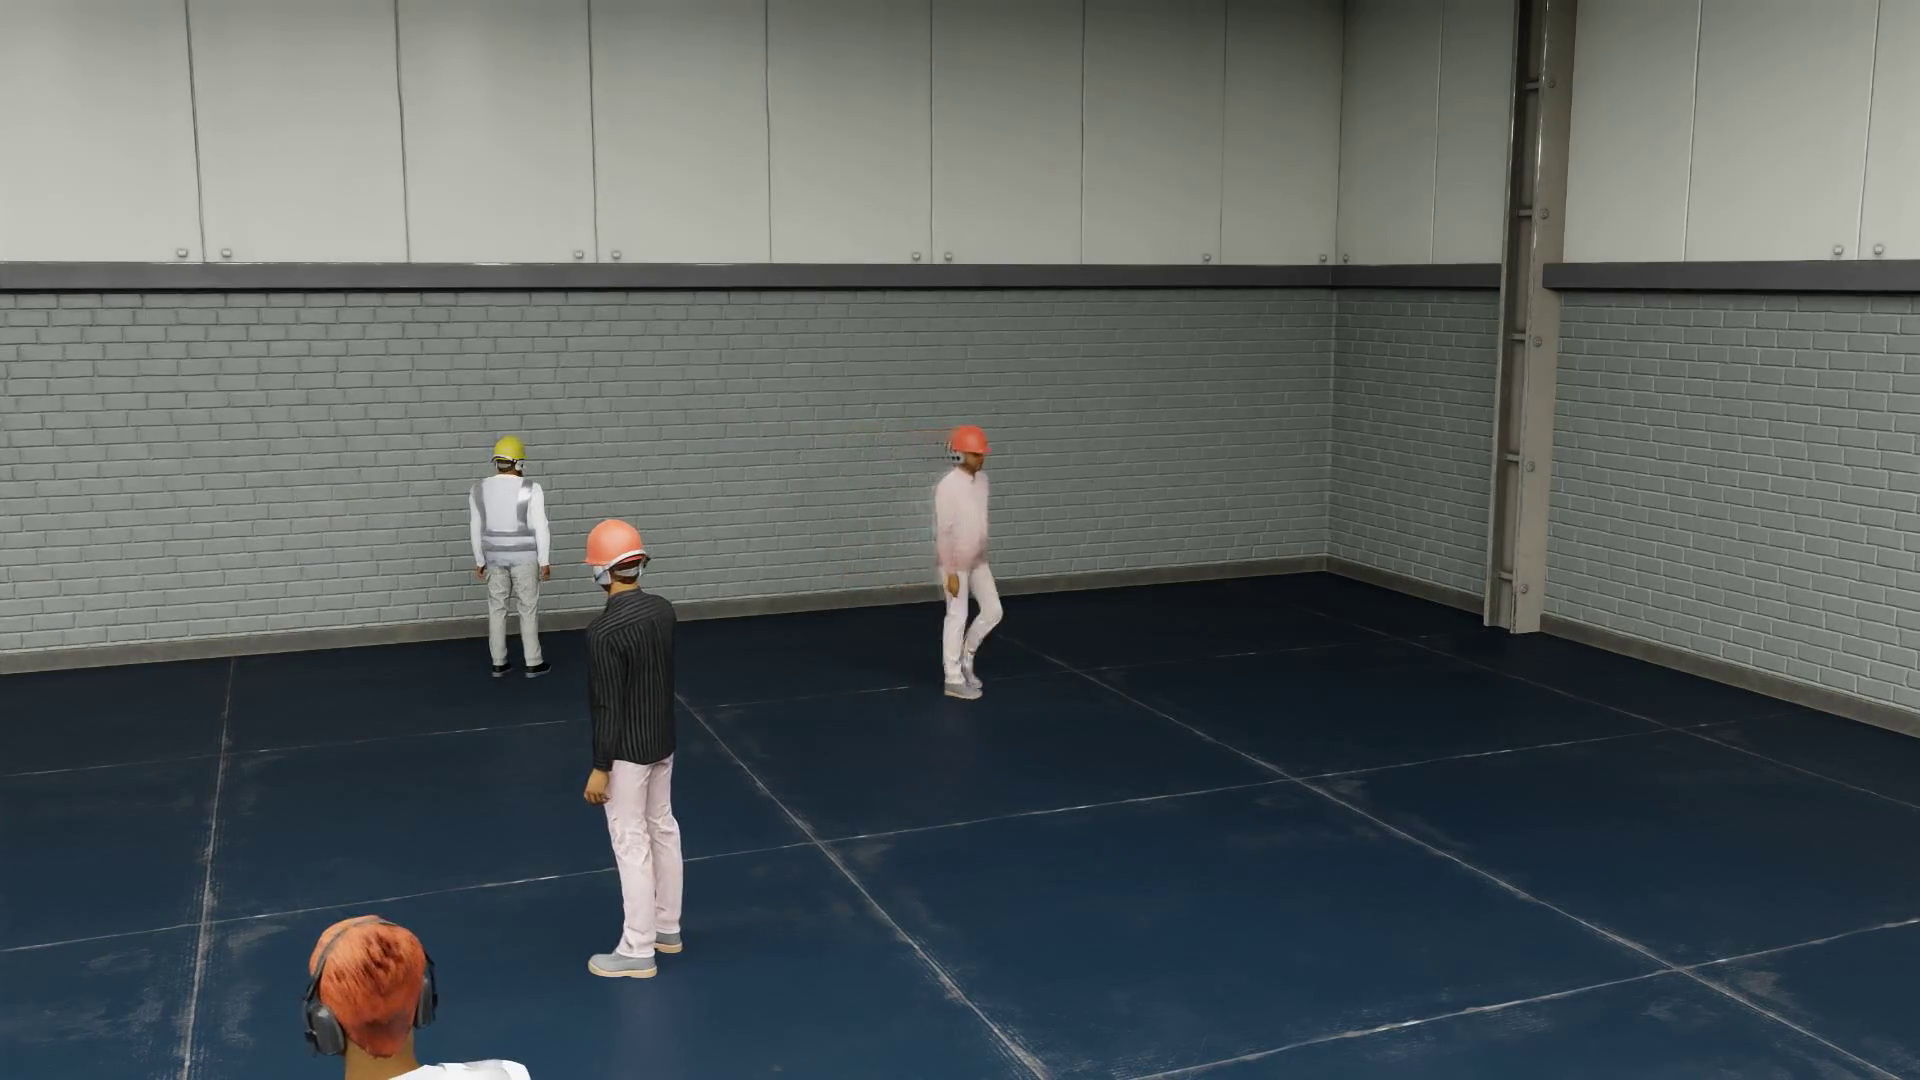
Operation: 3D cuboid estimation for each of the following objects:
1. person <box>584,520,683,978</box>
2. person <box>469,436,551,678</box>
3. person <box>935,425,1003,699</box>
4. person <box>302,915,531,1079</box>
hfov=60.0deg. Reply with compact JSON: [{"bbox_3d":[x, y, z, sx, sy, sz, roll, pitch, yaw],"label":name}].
[{"bbox_3d":[-1.437,0.900,7.216,0.392,1.991,0.612,3,10,19],"label":"person"},{"bbox_3d":[-3.377,0.128,12.564,0.600,1.830,0.403,1,9,7],"label":"person"},{"bbox_3d":[0.046,0.167,11.850,0.435,1.977,0.655,6,11,33],"label":"person"},{"bbox_3d":[-1.046,1.608,3.115,0.575,1.884,0.355,-8,12,-40],"label":"person"}]
